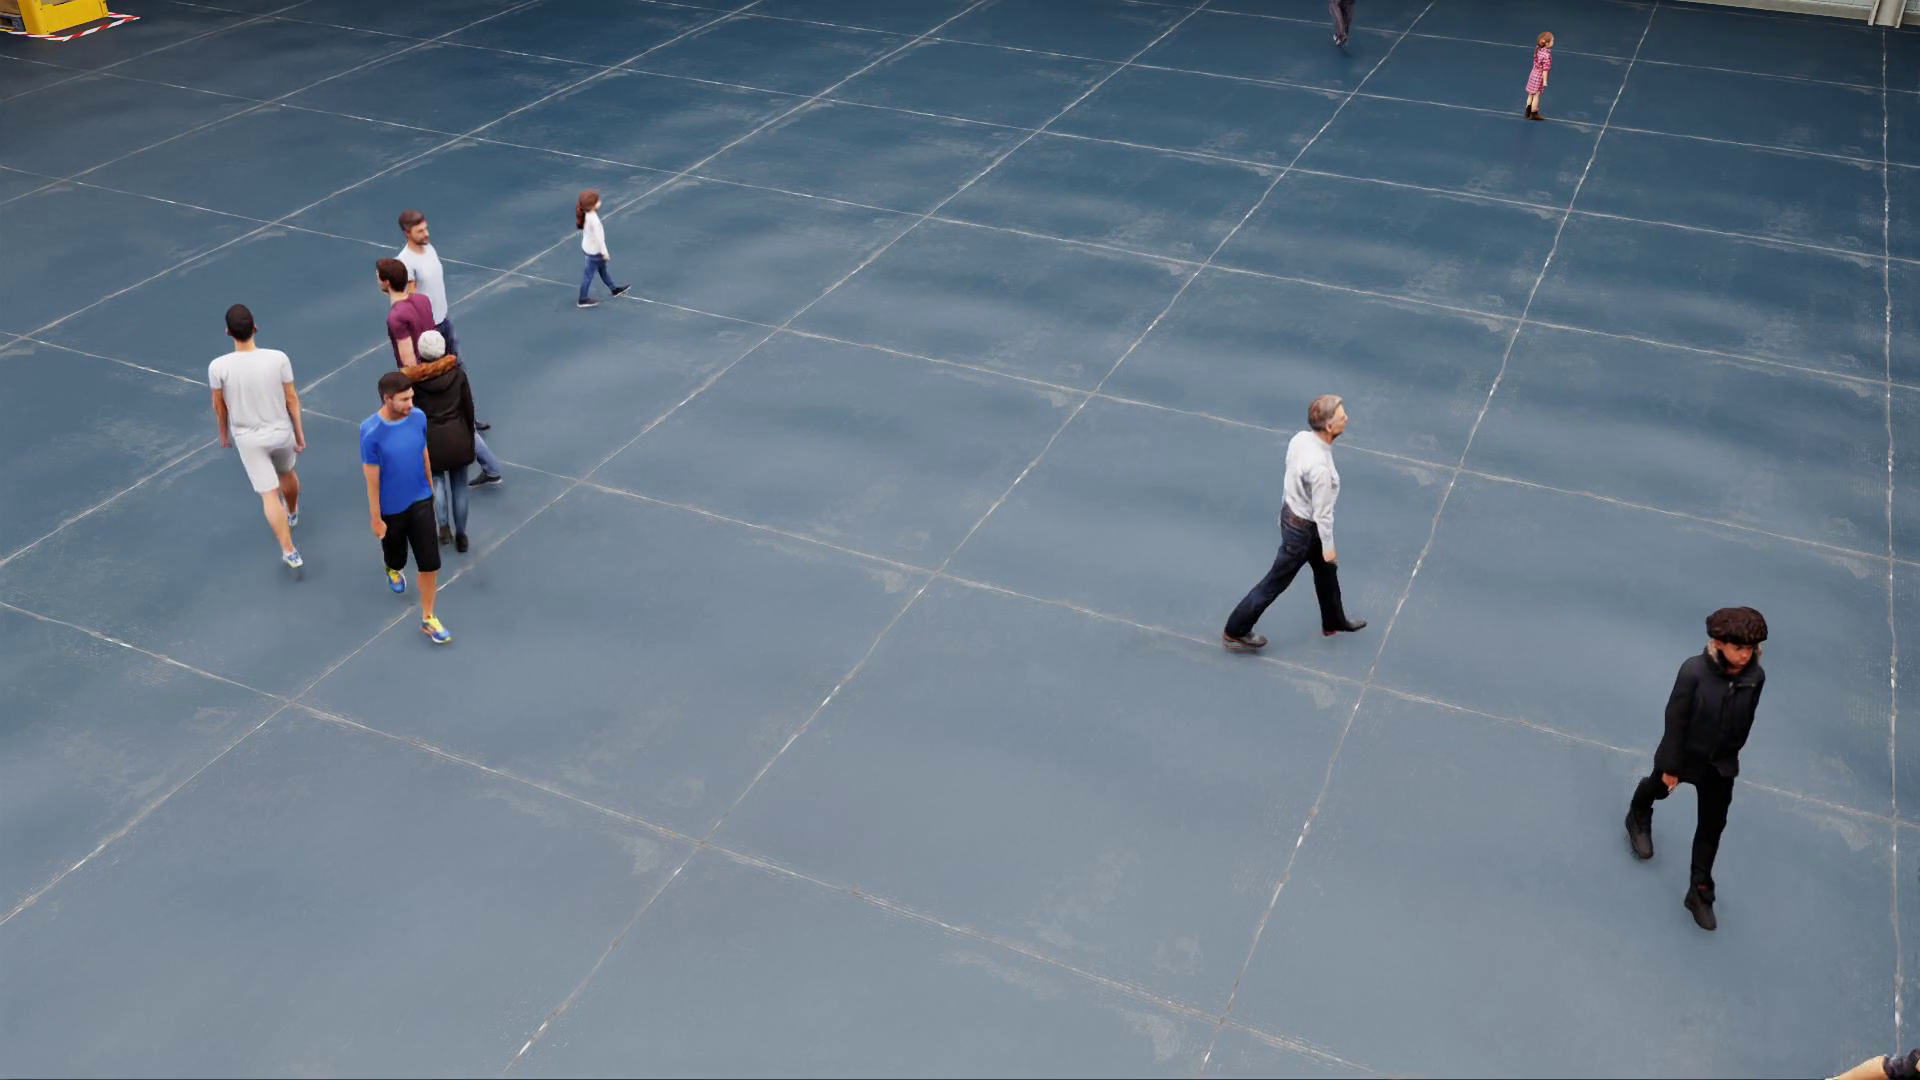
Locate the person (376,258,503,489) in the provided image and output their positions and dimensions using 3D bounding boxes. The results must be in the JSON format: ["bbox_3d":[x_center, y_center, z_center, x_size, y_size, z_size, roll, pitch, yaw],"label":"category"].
[{"bbox_3d":[-3.786,-1.125,11.983,1.204,1.801,0.794,6,33,10],"label":"person"}]

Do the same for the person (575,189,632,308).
[{"bbox_3d":[-3.378,-2.633,15.045,0.767,1.086,0.723,-13,35,-20],"label":"person"}]

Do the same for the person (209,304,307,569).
[{"bbox_3d":[-4.695,-0.655,11.231,1.164,1.809,1.314,-16,35,-23],"label":"person"}]

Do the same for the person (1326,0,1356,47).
[{"bbox_3d":[5.123,-7.400,21.876,0.973,1.860,1.007,-7,33,-11],"label":"person"}]

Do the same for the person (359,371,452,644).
[{"bbox_3d":[-3.584,-0.255,10.578,0.935,1.830,1.195,-23,39,-32],"label":"person"}]

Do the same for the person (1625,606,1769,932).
[{"bbox_3d":[3.778,1.045,8.605,1.141,1.736,1.010,0,32,0],"label":"person"}]

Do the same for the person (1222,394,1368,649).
[{"bbox_3d":[2.050,-0.066,10.332,1.292,1.773,1.035,-1,32,-2],"label":"person"}]

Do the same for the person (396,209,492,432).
[{"bbox_3d":[-4.164,-1.640,12.762,1.113,1.842,0.761,8,33,12],"label":"person"}]

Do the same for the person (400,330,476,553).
[{"bbox_3d":[-3.511,-0.625,11.361,0.749,1.621,0.811,-12,34,-19],"label":"person"}]

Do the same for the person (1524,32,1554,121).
[{"bbox_3d":[6.836,-5.489,19.632,0.555,1.022,0.505,-6,33,-9],"label":"person"}]
